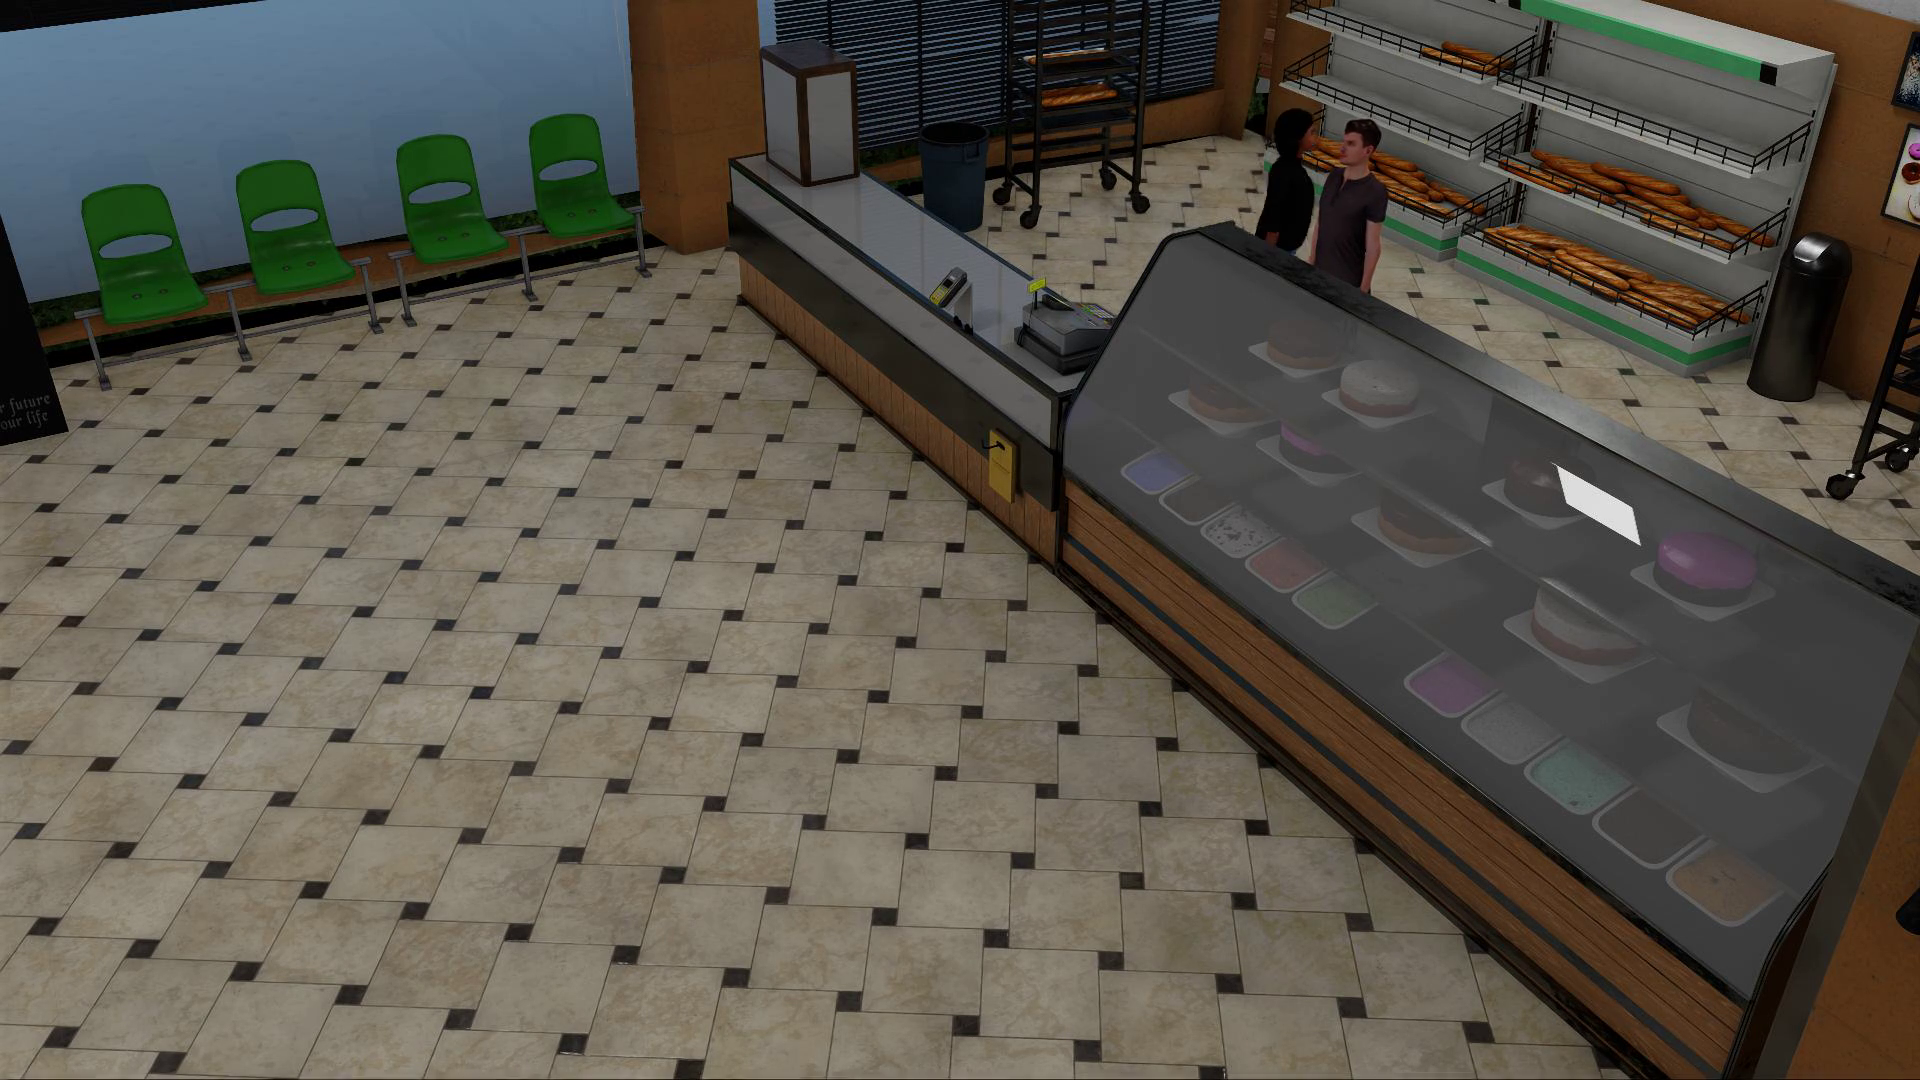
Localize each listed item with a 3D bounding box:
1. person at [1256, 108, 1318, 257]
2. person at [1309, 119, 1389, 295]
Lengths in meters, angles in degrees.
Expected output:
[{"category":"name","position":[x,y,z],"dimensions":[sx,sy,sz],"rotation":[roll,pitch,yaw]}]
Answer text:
[{"category":"person","position":[1.804,-1.720,9.923],"dimensions":[0.859,1.675,0.805],"rotation":[13,34,20]},{"category":"person","position":[2.143,-1.456,9.332],"dimensions":[0.525,1.853,0.639],"rotation":[-17,36,-25]}]
